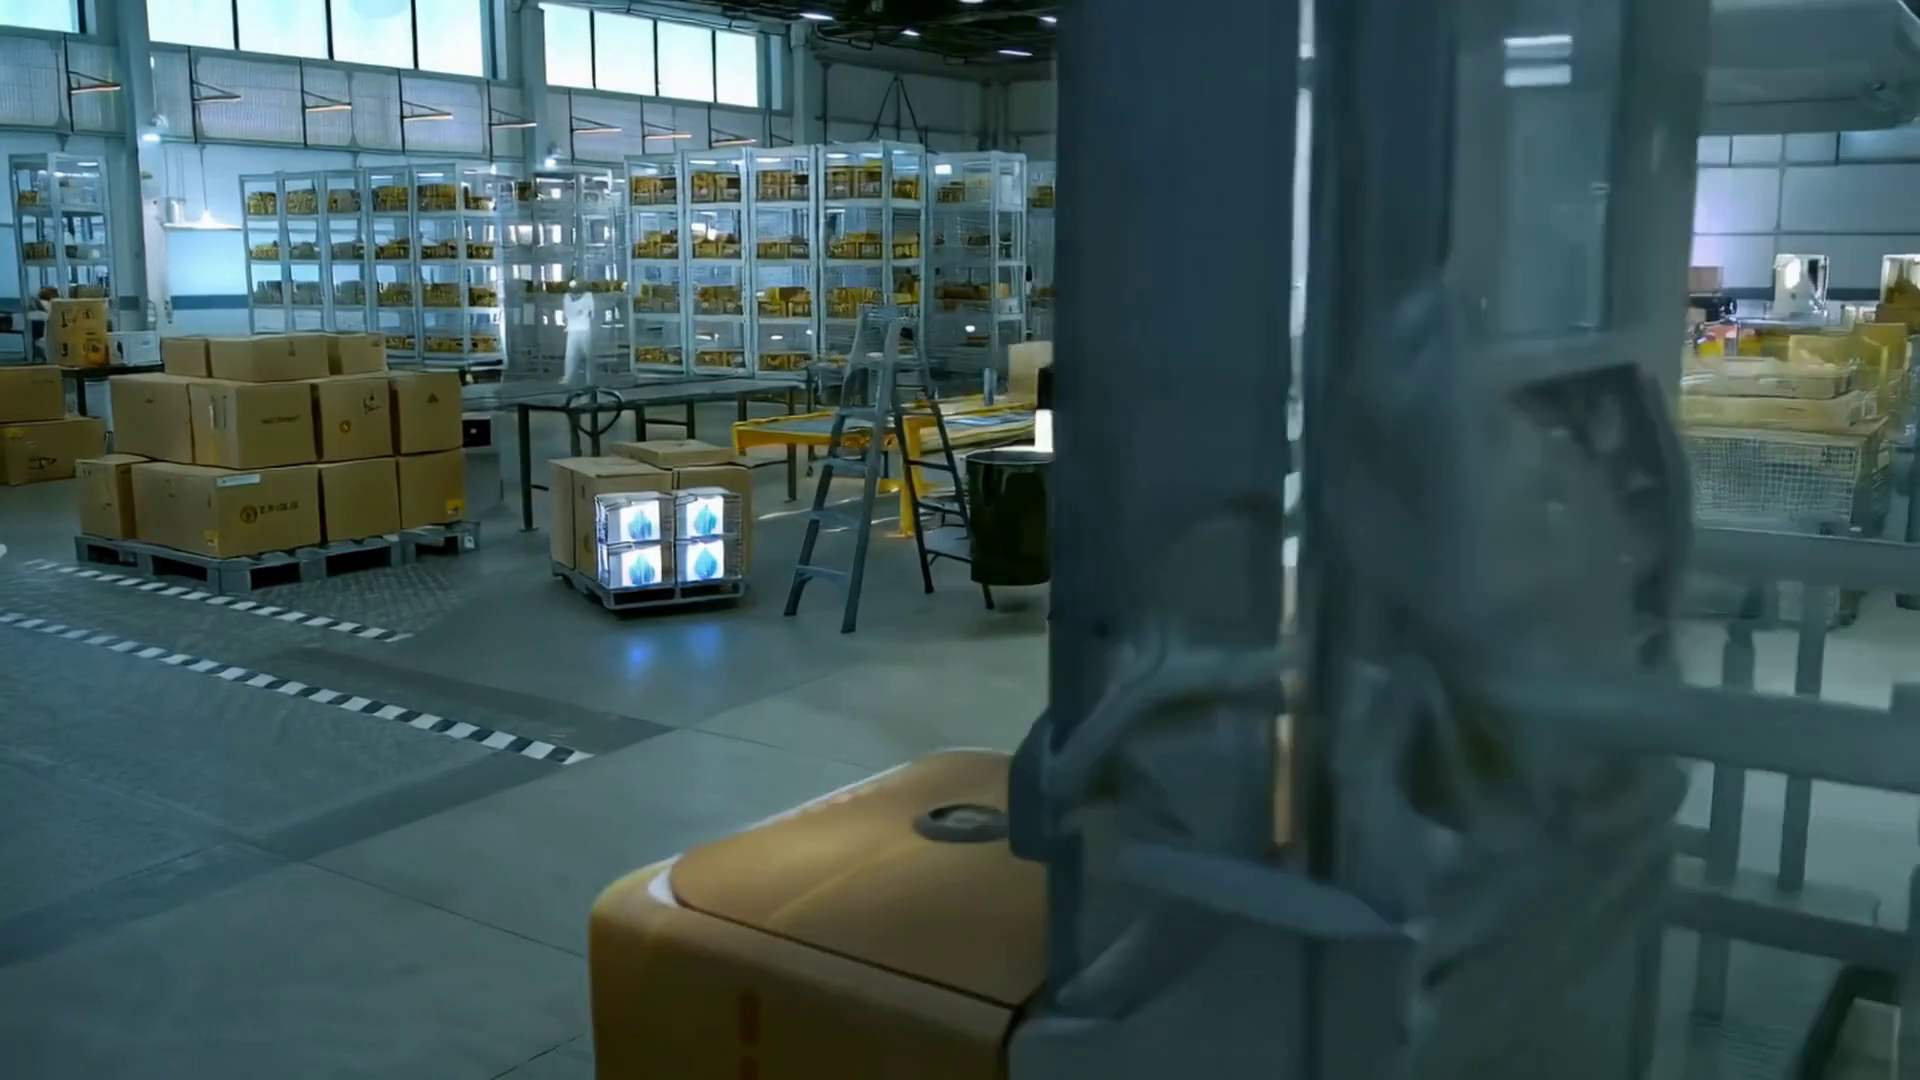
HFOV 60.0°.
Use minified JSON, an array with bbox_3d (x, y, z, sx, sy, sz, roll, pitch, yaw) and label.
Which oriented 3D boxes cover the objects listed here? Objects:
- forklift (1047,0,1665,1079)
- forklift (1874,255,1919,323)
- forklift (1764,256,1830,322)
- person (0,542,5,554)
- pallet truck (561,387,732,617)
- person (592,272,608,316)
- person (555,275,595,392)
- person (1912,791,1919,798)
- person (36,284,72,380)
[{"bbox_3d":[1.249,-0.137,4.360,1.873,2.768,1.129,7,12,35],"label":"forklift"},{"bbox_3d":[22.089,-5.634,38.796,1.157,1.987,2.680,6,11,33],"label":"forklift"},{"bbox_3d":[20.253,-5.854,40.139,1.157,1.987,2.680,7,12,35],"label":"forklift"},{"bbox_3d":[-6.918,-0.680,10.879,0.604,1.783,0.949,8,12,39],"label":"person"},{"bbox_3d":[-1.981,-0.274,10.088,0.680,1.201,1.601,-5,11,-28],"label":"pallet truck"},{"bbox_3d":[-8.672,-5.568,39.896,0.599,1.809,0.777,4,10,25],"label":"person"},{"bbox_3d":[-5.907,-3.169,25.606,0.595,1.797,0.936,3,10,18],"label":"person"},{"bbox_3d":[3.850,0.126,5.729,0.597,1.907,0.971,-2,10,-13],"label":"person"},{"bbox_3d":[-10.533,-2.099,19.402,0.345,1.746,0.573,-7,12,-37],"label":"person"}]
